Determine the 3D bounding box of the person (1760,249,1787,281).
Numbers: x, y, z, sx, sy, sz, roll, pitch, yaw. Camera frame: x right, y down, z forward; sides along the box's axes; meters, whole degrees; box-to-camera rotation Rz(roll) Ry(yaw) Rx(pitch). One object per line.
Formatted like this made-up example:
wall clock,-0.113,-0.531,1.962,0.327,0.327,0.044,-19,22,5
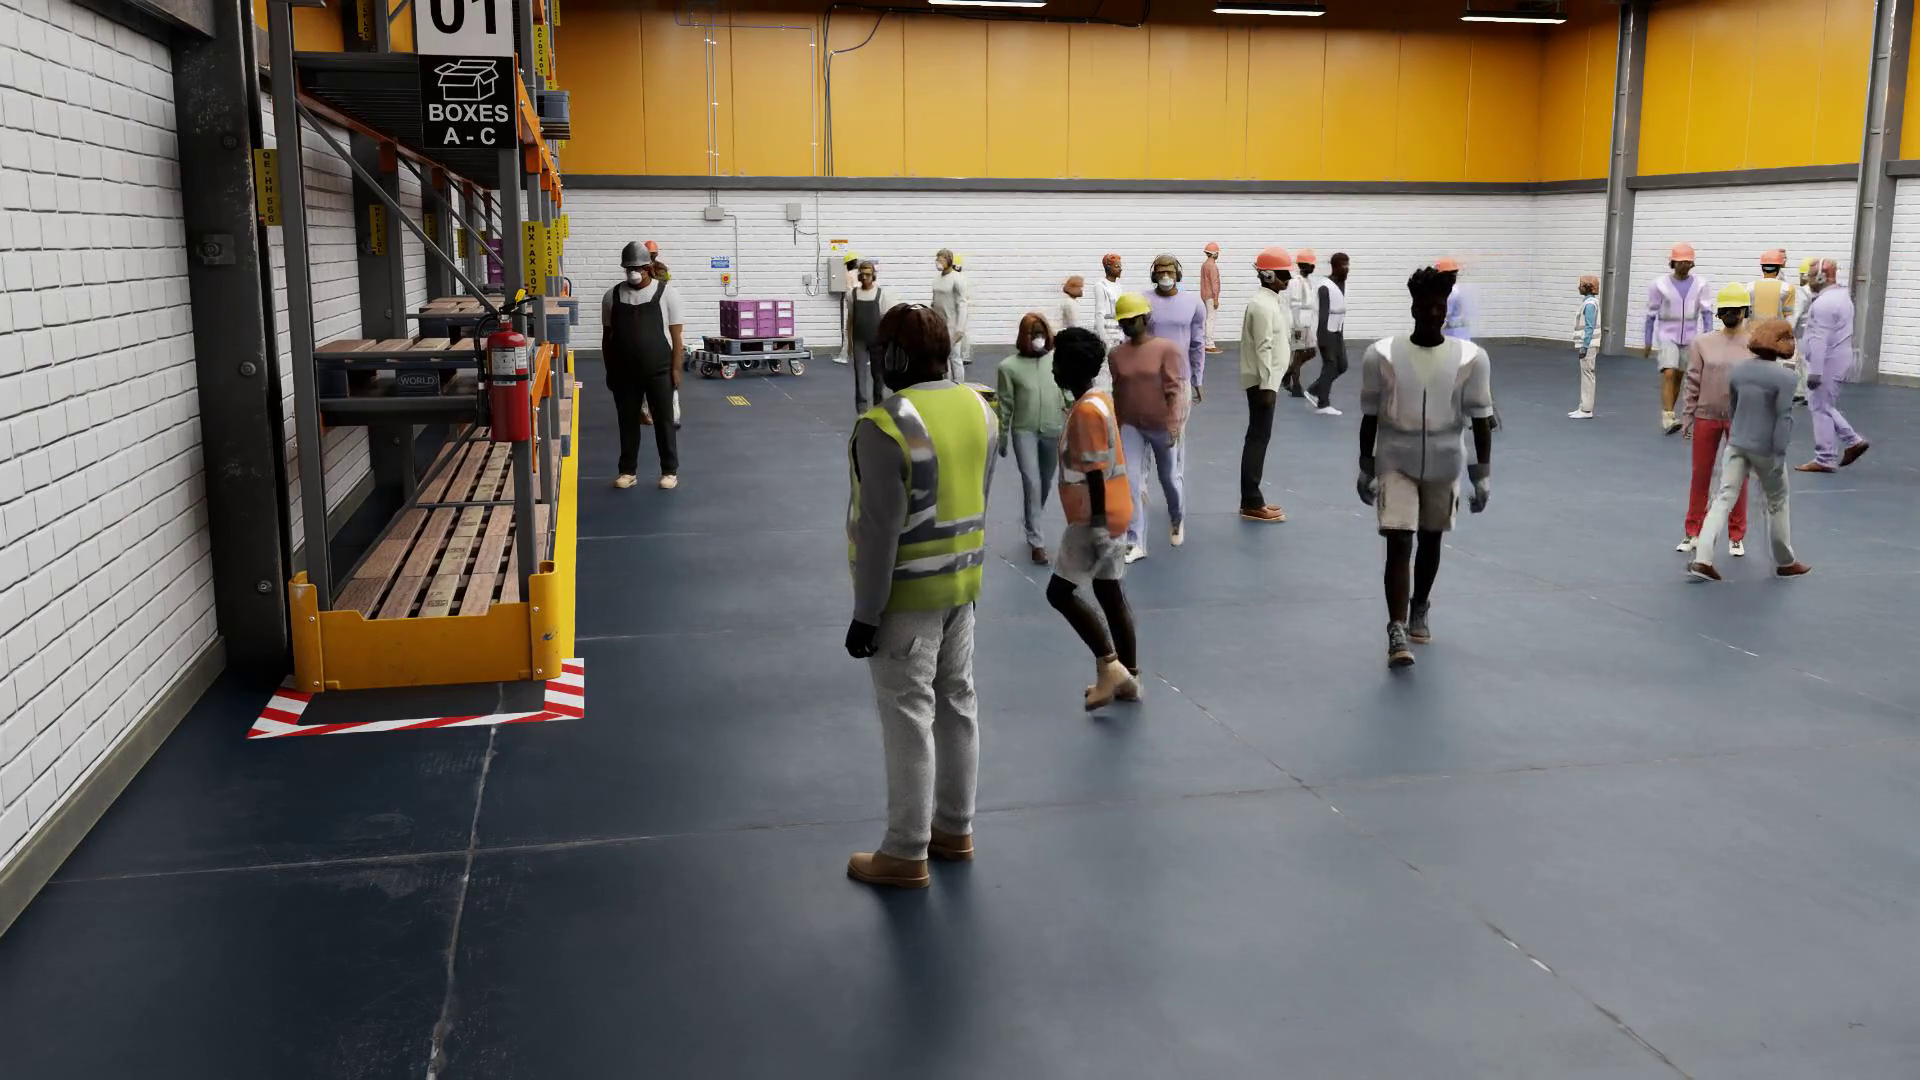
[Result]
person,12.130,-3.378,24.796,0.407,1.908,0.641,2,11,13

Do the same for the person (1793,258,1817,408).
person,10.287,-2.520,20.309,0.620,1.803,0.682,-6,12,-29

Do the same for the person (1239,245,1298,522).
person,2.240,-1.137,12.133,0.396,1.993,0.617,2,10,10

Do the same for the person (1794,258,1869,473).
person,7.643,-1.520,14.582,0.520,1.884,0.655,8,13,37

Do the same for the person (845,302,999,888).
person,-0.148,0.177,5.280,0.429,1.844,0.622,7,12,34

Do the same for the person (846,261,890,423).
person,-1.028,-2.256,18.875,0.522,1.808,0.945,1,10,4

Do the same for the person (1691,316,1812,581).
person,4.743,-0.536,9.920,0.847,1.591,0.511,-5,11,-25

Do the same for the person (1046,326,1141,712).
person,0.596,-0.084,7.217,0.430,1.666,0.545,1,10,8

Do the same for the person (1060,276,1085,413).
person,1.362,-2.292,19.587,0.527,1.617,0.507,2,10,10

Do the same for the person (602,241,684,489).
person,-2.613,-1.428,13.618,0.681,2.000,0.535,1,10,3

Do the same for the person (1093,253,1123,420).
person,1.709,-2.307,18.926,0.353,1.883,0.577,5,11,27

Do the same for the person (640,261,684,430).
person,-3.260,-2.106,18.046,0.579,1.817,0.988,-5,12,-28

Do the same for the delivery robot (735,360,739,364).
delivery robot,-3.317,-3.016,26.277,0.707,0.478,0.477,-10,14,-43

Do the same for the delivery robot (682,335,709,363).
delivery robot,-3.958,-2.951,25.915,0.707,0.478,0.477,-5,11,-27

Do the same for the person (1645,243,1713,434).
person,7.550,-2.094,17.412,0.618,1.990,1.042,1,10,5

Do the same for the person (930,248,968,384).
person,-0.156,-2.607,20.439,0.356,1.936,0.635,-8,13,-36

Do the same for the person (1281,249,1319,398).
person,4.396,-2.803,21.559,0.505,1.926,0.547,6,12,31

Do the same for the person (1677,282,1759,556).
person,4.955,-0.778,10.777,0.530,1.768,0.312,6,12,31

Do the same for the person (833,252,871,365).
person,-1.666,-3.800,27.313,0.989,1.860,0.638,8,13,38

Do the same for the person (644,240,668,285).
person,-5.150,-3.994,27.880,0.611,2.034,0.429,-7,12,-34

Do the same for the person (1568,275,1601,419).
person,7.168,-2.206,19.038,0.311,1.642,0.513,4,11,20

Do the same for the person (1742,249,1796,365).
person,8.816,-2.205,18.210,0.551,1.934,0.358,6,12,29

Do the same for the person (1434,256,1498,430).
person,5.311,-2.102,17.865,1.089,1.871,0.533,4,11,22

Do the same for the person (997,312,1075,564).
person,0.489,-0.682,10.720,0.547,1.589,0.839,-3,11,-14

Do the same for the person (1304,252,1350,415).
person,4.327,-2.411,19.475,0.483,1.897,0.646,7,12,34

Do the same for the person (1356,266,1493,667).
person,2.260,-0.364,8.096,0.623,1.906,1.018,2,10,9

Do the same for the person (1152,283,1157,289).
person,3.492,-3.986,28.863,0.893,1.649,0.542,-4,11,-21

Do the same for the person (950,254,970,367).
person,-0.136,-3.673,26.682,0.669,1.806,0.633,-2,10,-9

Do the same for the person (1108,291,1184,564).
person,1.223,-0.754,10.751,0.534,1.719,0.870,5,11,25

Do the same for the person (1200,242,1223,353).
person,4.526,-4.367,30.022,0.372,1.997,0.621,-2,11,-13

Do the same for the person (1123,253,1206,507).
person,1.552,-1.210,12.692,0.635,1.937,0.352,0,10,0

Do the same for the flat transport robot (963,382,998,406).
flat transport robot,0.011,-1.809,20.635,0.652,0.197,1.431,-2,10,-10
